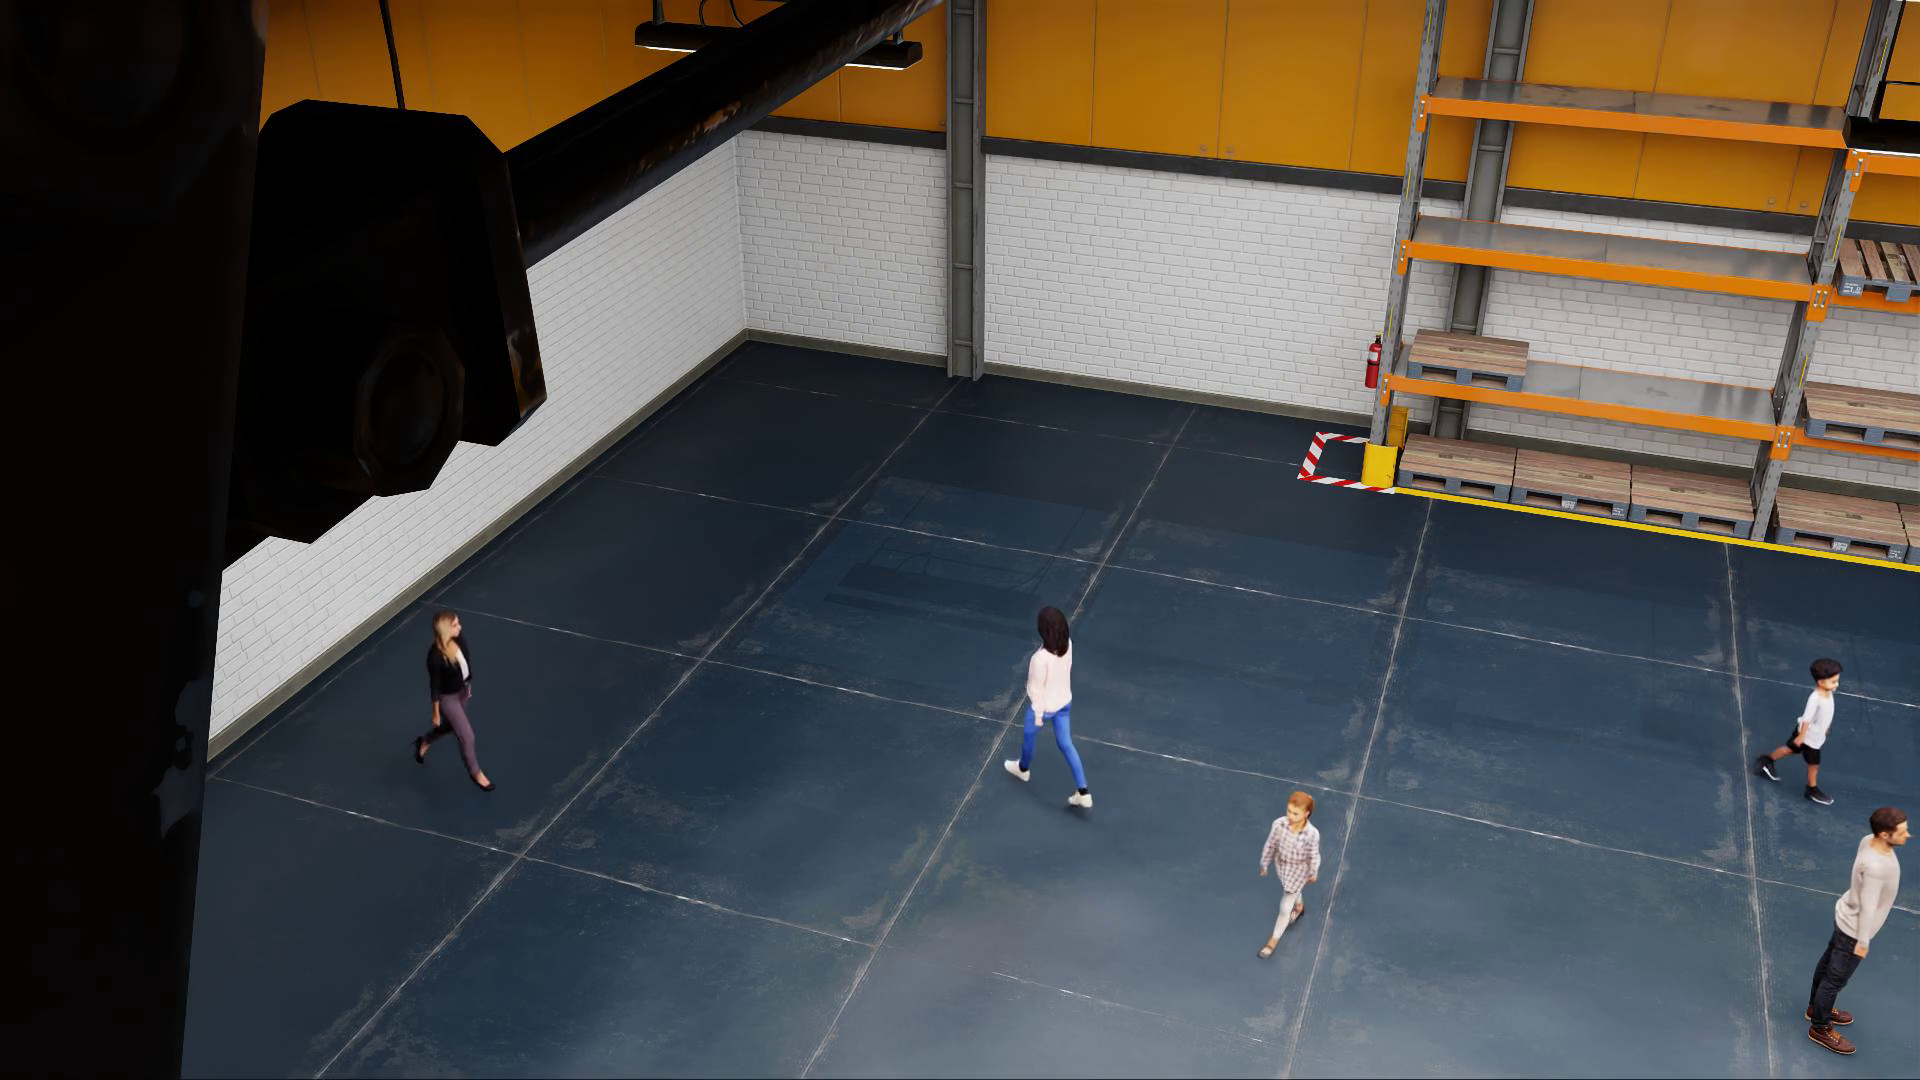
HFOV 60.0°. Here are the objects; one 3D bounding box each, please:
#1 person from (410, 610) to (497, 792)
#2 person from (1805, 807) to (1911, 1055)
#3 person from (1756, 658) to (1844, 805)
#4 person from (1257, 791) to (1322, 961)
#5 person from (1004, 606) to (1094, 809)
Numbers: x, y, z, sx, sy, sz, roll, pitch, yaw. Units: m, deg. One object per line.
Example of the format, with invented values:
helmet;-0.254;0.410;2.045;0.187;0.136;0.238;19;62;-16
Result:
person;-4.172;1.286;13.367;1.066;1.632;0.694;8;30;15
person;5.861;2.505;10.886;0.585;1.868;0.659;12;31;22
person;6.804;1.485;13.404;0.933;1.246;0.719;25;37;38
person;2.397;2.308;11.871;0.950;1.270;0.797;21;35;33
person;0.792;1.355;13.140;1.021;1.728;1.273;-24;37;-37
